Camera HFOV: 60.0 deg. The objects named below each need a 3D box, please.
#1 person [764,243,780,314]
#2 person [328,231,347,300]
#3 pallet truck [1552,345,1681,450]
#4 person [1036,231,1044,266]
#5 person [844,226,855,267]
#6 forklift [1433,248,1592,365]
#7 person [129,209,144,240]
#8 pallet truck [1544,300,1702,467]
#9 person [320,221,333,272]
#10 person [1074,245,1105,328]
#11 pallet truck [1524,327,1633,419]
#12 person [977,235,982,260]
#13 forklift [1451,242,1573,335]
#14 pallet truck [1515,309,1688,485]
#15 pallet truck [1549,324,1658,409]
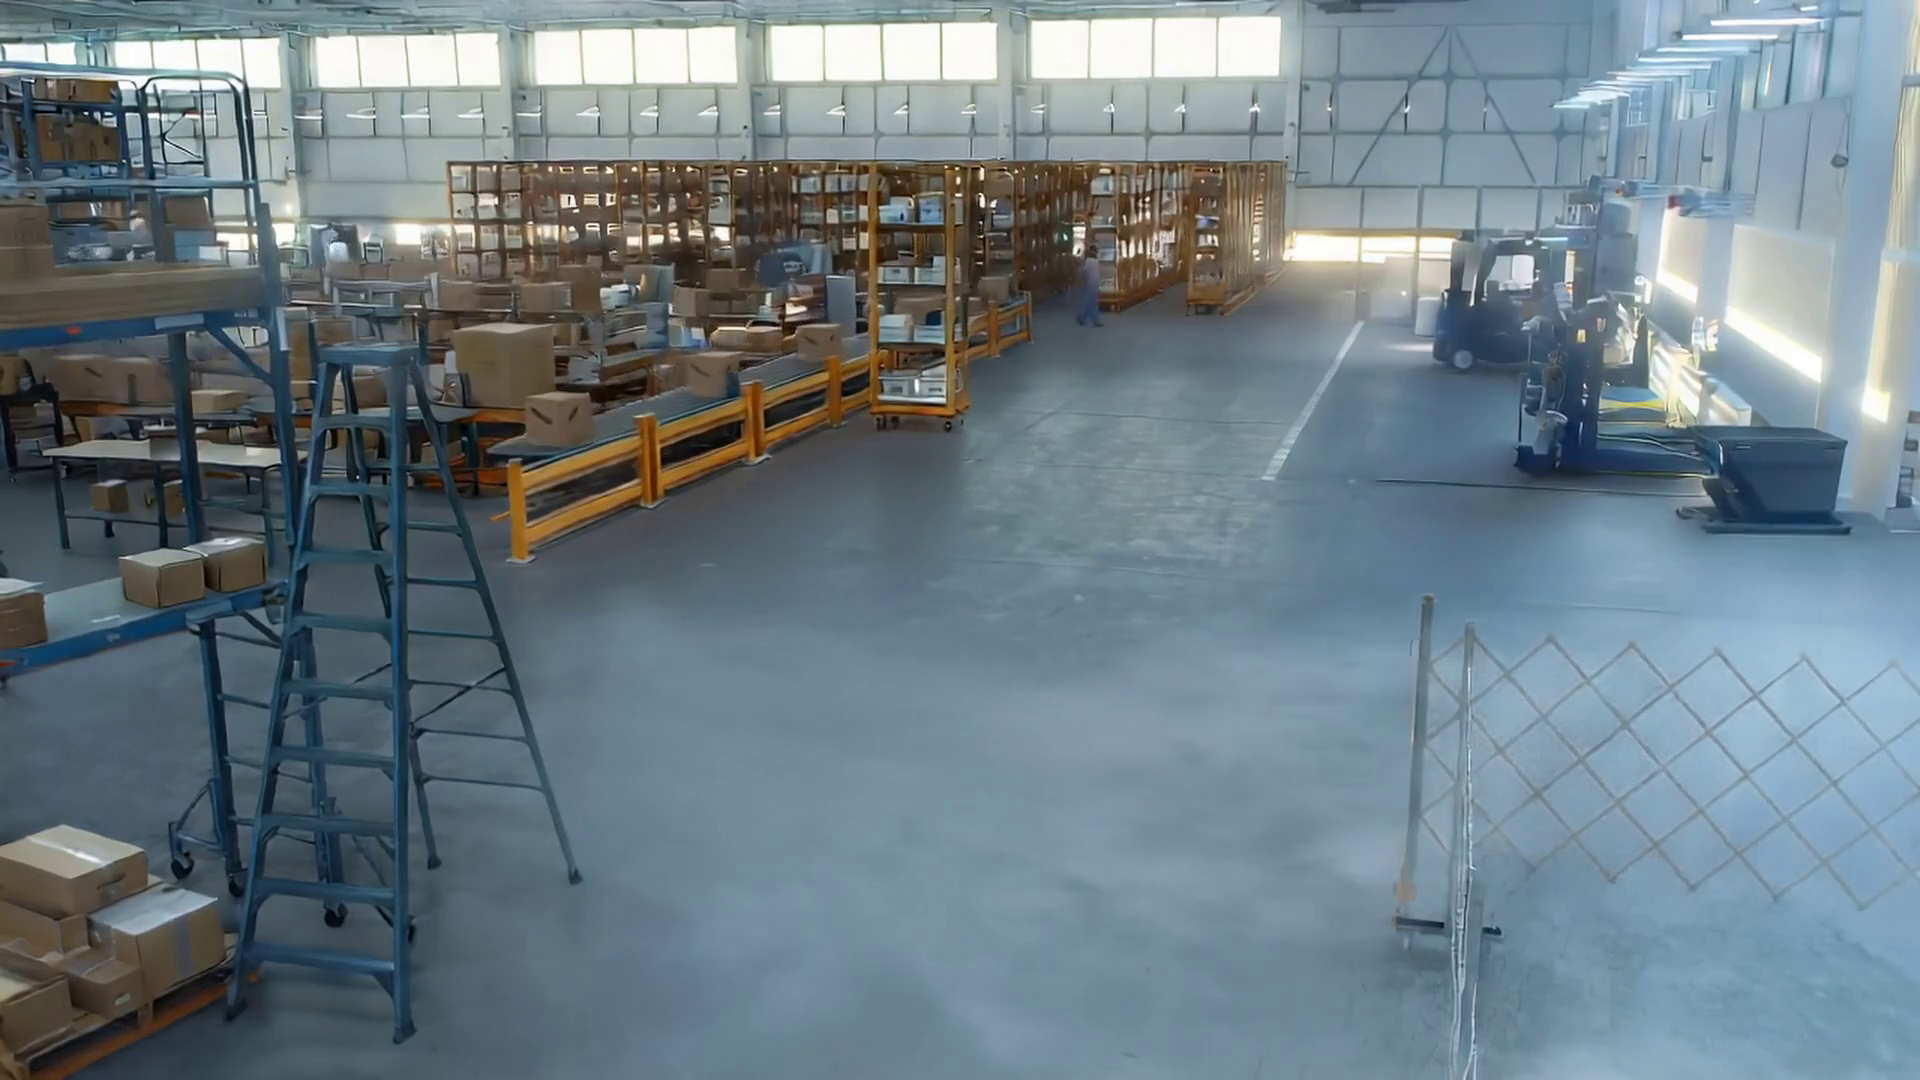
[{"bbox_3d":[-4.358,-6.163,39.431,0.893,1.720,0.535,7,15,27],"label":"person"},{"bbox_3d":[-16.343,-7.206,43.727,0.480,1.815,0.616,4,14,17],"label":"person"},{"bbox_3d":[8.641,-1.896,21.908,1.630,1.274,0.653,4,14,16],"label":"pallet truck"},{"bbox_3d":[2.244,-8.269,47.931,0.384,1.991,0.609,-2,13,-10],"label":"person"},{"bbox_3d":[-3.345,-8.712,49.731,0.377,2.044,0.607,3,13,12],"label":"person"},{"bbox_3d":[9.780,-4.111,29.280,2.680,1.987,1.157,3,13,14],"label":"forklift"},{"bbox_3d":[-28.596,-10.491,57.656,0.644,1.927,0.611,4,14,17],"label":"person"},{"bbox_3d":[8.263,-1.952,20.631,1.885,1.965,0.823,5,14,20],"label":"pallet truck"},{"bbox_3d":[-20.686,-9.608,54.481,0.514,1.641,0.307,3,13,13],"label":"person"},{"bbox_3d":[2.893,-5.641,36.930,0.706,1.826,0.582,6,14,23],"label":"person"},{"bbox_3d":[9.065,-2.460,24.370,1.522,1.261,0.704,3,13,14],"label":"pallet truck"},{"bbox_3d":[0.447,-10.424,57.842,0.858,1.720,0.572,5,14,22],"label":"person"},{"bbox_3d":[10.464,-4.597,31.405,2.680,1.987,1.157,4,14,16],"label":"forklift"},{"bbox_3d":[7.554,-1.677,19.446,1.885,1.965,0.823,3,13,14],"label":"pallet truck"},{"bbox_3d":[9.824,-2.669,25.407,1.601,1.201,0.680,4,14,16],"label":"pallet truck"}]
